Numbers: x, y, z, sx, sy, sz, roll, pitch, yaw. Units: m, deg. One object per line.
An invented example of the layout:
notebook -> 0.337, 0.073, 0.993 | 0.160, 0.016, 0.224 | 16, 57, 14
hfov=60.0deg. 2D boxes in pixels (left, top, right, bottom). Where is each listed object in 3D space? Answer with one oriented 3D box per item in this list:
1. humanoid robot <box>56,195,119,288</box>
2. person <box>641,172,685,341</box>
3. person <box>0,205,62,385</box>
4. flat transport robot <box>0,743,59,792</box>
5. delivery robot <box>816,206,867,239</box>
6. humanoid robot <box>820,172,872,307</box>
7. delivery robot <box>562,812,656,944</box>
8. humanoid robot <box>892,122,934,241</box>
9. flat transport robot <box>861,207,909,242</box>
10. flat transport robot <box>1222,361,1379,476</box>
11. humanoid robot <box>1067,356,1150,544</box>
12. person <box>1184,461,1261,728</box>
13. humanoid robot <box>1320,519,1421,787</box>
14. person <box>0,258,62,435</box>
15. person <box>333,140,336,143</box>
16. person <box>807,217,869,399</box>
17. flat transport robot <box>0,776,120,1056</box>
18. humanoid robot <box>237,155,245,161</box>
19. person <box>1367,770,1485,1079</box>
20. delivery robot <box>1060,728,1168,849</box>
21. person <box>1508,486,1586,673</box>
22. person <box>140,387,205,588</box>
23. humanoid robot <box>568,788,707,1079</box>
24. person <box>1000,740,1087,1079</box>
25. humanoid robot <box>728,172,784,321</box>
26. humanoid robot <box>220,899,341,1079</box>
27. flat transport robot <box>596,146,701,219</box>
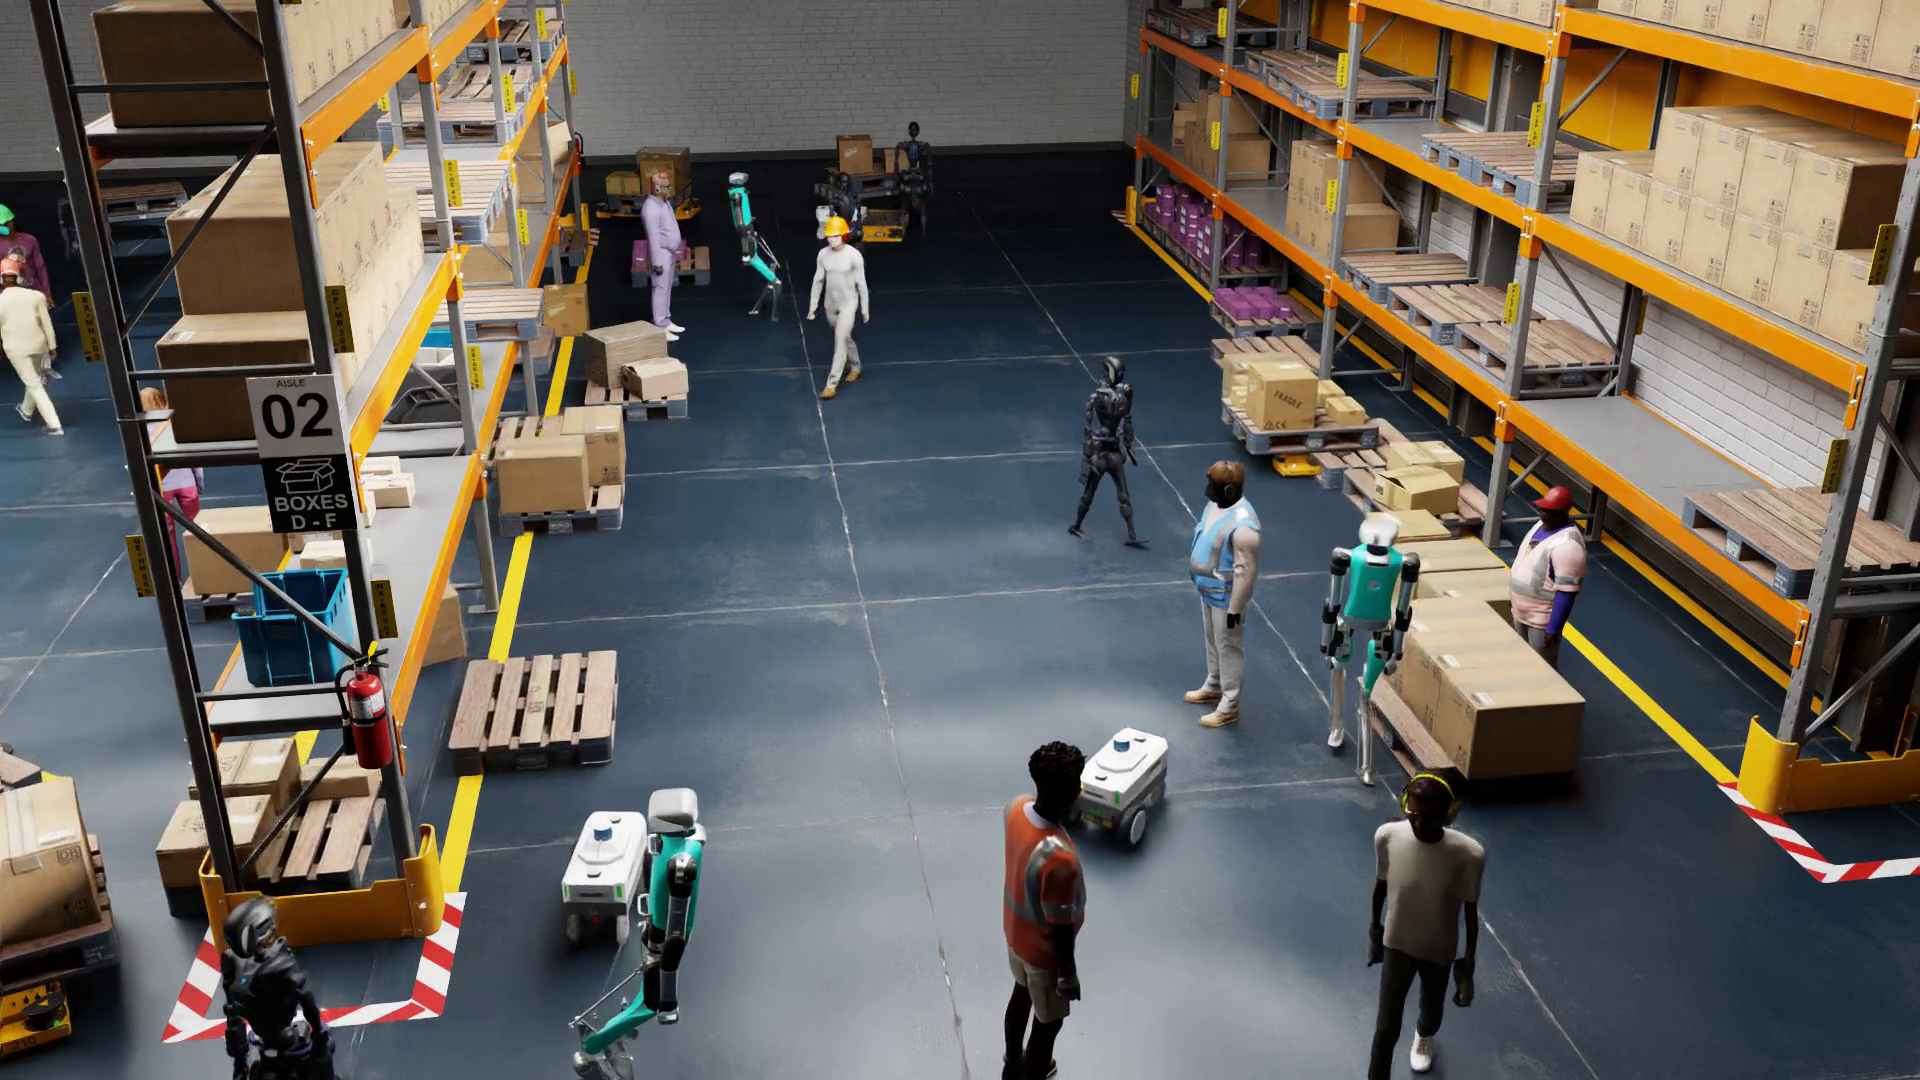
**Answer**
humanoid robot -> -10.704, -3.696, 20.423 | 0.608, 1.635, 0.787 | -17, 29, -33
person -> -3.392, -3.255, 19.062 | 0.406, 1.904, 0.650 | 1, 24, 3
person -> -9.810, -2.576, 17.500 | 0.602, 1.922, 0.483 | 21, 31, 40
flat transport robot -> -6.149, 1.677, 9.858 | 0.659, 0.231, 1.431 | 13, 27, 27
delivery robot -> -1.670, -4.590, 23.776 | 0.771, 0.592, 0.499 | 1, 24, 3
humanoid robot -> -1.413, -3.680, 20.346 | 0.735, 1.624, 0.598 | 18, 30, 36
delivery robot -> -1.947, 1.820, 9.186 | 0.499, 0.602, 0.806 | 0, 24, 1
humanoid robot -> -0.660, -5.034, 23.389 | 0.587, 1.635, 0.398 | -2, 24, -4
flat transport robot -> -1.113, -4.549, 24.042 | 0.659, 0.231, 1.431 | 1, 24, 2
flat transport robot -> 3.169, -0.948, 15.838 | 0.659, 0.231, 1.431 | -3, 24, -7
humanoid robot -> 1.223, -0.723, 13.615 | 0.612, 1.625, 0.752 | -20, 31, -38
person -> 1.716, 0.345, 10.947 | 0.429, 1.842, 0.631 | -4, 24, -10
humanoid robot -> 2.525, 0.617, 10.469 | 0.545, 1.778, 0.846 | 4, 24, 8
person -> -9.150, -1.897, 16.215 | 0.906, 1.688, 0.545 | 16, 28, 32
person -> -10.142, -6.208, 26.157 | 0.295, 1.602, 0.707 | 20, 31, 38
person -> -1.265, -2.451, 17.311 | 0.594, 1.844, 0.995 | 12, 26, 24
flat transport robot -> -5.051, 2.207, 8.650 | 0.659, 0.231, 1.431 | -13, 27, -27
humanoid robot -> -9.515, -4.722, 22.695 | 0.587, 1.813, 0.891 | -14, 27, -28
person -> 2.105, 1.827, 7.571 | 0.523, 1.835, 0.921 | 10, 26, 21
delivery robot -> 0.958, 1.449, 10.012 | 0.499, 0.587, 0.782 | 14, 27, 29
person -> 3.740, 0.466, 10.770 | 0.420, 1.754, 0.604 | -2, 24, -5
person -> -6.112, -0.393, 12.883 | 0.498, 1.629, 0.287 | -16, 28, -32
humanoid robot -> -1.487, 1.996, 7.464 | 0.786, 1.887, 0.534 | -5, 24, -11
person -> 0.386, 1.782, 7.519 | 0.365, 1.957, 0.598 | -7, 25, -16
humanoid robot -> -2.319, -3.465, 19.806 | 0.801, 1.802, 0.530 | -1, 24, -2
humanoid robot -> -2.784, 2.207, 6.980 | 0.603, 1.640, 0.788 | 12, 26, 25
flat transport robot -> -4.694, -5.004, 25.079 | 1.431, 0.231, 0.659 | 2, 24, 5
